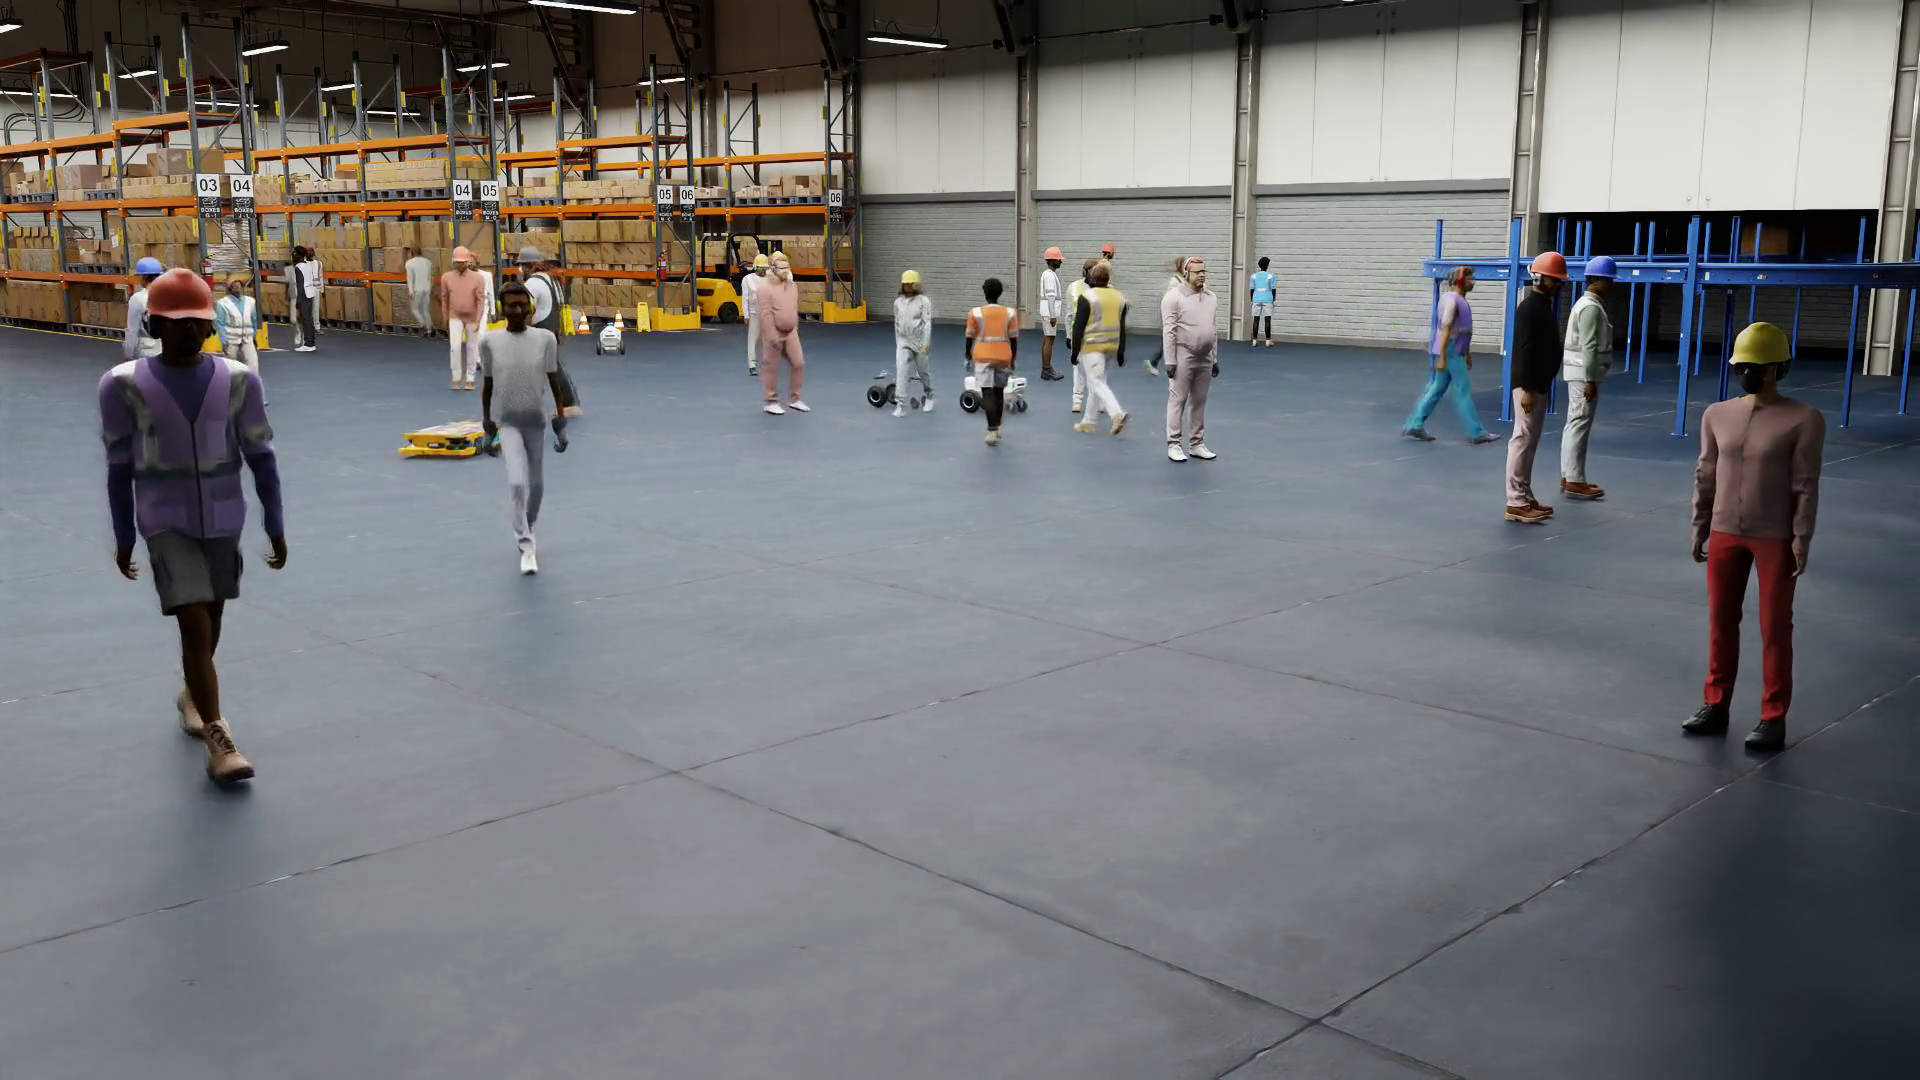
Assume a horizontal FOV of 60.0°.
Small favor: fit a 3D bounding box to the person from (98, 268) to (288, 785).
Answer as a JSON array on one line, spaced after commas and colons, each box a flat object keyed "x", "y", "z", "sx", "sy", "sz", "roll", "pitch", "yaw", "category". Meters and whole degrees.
[{"x": -3.086, "y": -0.094, "z": 6.707, "sx": 0.621, "sy": 1.991, "sz": 1.094, "roll": -8, "pitch": 13, "yaw": -36, "category": "person"}]

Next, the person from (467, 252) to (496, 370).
[{"x": -7.643, "y": -3.587, "z": 26.150, "sx": 0.600, "sy": 1.826, "sz": 0.994, "roll": 0, "pitch": 10, "yaw": -2, "category": "person"}]

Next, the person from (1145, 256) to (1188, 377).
[{"x": 3.180, "y": -3.282, "z": 24.550, "sx": 0.857, "sy": 1.823, "sz": 0.520, "roll": 8, "pitch": 13, "yaw": 36, "category": "person"}]

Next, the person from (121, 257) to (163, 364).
[{"x": -7.880, "y": -1.832, "z": 16.420, "sx": 0.997, "sy": 1.906, "sz": 0.614, "roll": 3, "pitch": 11, "yaw": 14, "category": "person"}]

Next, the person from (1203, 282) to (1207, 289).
[{"x": 3.917, "y": -3.845, "z": 28.155, "sx": 0.501, "sy": 1.609, "sz": 0.668, "roll": 5, "pitch": 11, "yaw": 24, "category": "person"}]

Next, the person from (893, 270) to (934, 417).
[{"x": -0.536, "y": -2.355, "z": 19.795, "sx": 0.496, "sy": 1.716, "sz": 0.850, "roll": 4, "pitch": 11, "yaw": 19, "category": "person"}]

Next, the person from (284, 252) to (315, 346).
[{"x": -12.364, "y": -4.511, "z": 31.127, "sx": 0.552, "sy": 1.854, "sz": 0.536, "roll": -4, "pitch": 11, "yaw": -21, "category": "person"}]

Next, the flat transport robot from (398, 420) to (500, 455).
[{"x": -4.954, "y": -1.021, "z": 16.539, "sx": 0.652, "sy": 0.197, "sz": 1.431, "roll": 2, "pitch": 11, "yaw": 8, "category": "flat transport robot"}]

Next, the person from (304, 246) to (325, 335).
[{"x": -13.812, "y": -5.307, "z": 35.400, "sx": 0.574, "sy": 1.883, "sz": 0.361, "roll": -10, "pitch": 14, "yaw": -43, "category": "person"}]

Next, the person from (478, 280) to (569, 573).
[{"x": -2.810, "y": -0.757, "z": 10.713, "sx": 0.531, "sy": 1.839, "sz": 0.864, "roll": -4, "pitch": 11, "yaw": -20, "category": "person"}]

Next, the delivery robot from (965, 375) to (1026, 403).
[{"x": 0.427, "y": -1.856, "z": 20.053, "sx": 0.707, "sy": 0.478, "sz": 0.477, "roll": 6, "pitch": 12, "yaw": 29, "category": "delivery robot"}]

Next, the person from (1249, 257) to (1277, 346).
[{"x": 5.792, "y": -4.553, "z": 31.790, "sx": 0.533, "sy": 1.697, "sz": 0.318, "roll": 5, "pitch": 12, "yaw": 28, "category": "person"}]

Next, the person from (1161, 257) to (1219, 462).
[{"x": 2.198, "y": -1.706, "z": 15.701, "sx": 0.642, "sy": 1.908, "sz": 0.409, "roll": -7, "pitch": 12, "yaw": -33, "category": "person"}]

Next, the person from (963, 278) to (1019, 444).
[{"x": 0.298, "y": -1.844, "z": 17.079, "sx": 0.545, "sy": 1.661, "sz": 0.785, "roll": -3, "pitch": 11, "yaw": -16, "category": "person"}]

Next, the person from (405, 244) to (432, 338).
[{"x": -11.161, "y": -5.136, "z": 34.370, "sx": 0.450, "sy": 1.924, "sz": 0.623, "roll": 9, "pitch": 14, "yaw": 41, "category": "person"}]

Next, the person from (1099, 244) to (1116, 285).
[{"x": 3.054, "y": -5.194, "z": 34.639, "sx": 0.376, "sy": 1.933, "sz": 0.551, "roll": -3, "pitch": 11, "yaw": -15, "category": "person"}]

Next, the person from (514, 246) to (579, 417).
[{"x": -4.947, "y": -2.445, "z": 19.474, "sx": 1.028, "sy": 2.000, "sz": 0.689, "roll": 1, "pitch": 10, "yaw": 4, "category": "person"}]

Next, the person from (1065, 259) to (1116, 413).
[{"x": 1.565, "y": -2.449, "z": 19.965, "sx": 0.619, "sy": 1.836, "sz": 0.430, "roll": 2, "pitch": 11, "yaw": 13, "category": "person"}]

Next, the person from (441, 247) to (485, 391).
[{"x": -6.757, "y": -3.000, "z": 22.649, "sx": 0.596, "sy": 1.943, "sz": 0.917, "roll": -2, "pitch": 11, "yaw": -11, "category": "person"}]

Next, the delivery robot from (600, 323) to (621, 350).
[{"x": -6.276, "y": -3.658, "z": 29.889, "sx": 0.477, "sy": 0.478, "sz": 0.707, "roll": -2, "pitch": 10, "yaw": -9, "category": "delivery robot"}]

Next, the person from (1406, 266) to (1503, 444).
[{"x": 5.064, "y": -1.895, "z": 17.025, "sx": 0.978, "sy": 1.801, "sz": 0.579, "roll": 5, "pitch": 11, "yaw": 23, "category": "person"}]

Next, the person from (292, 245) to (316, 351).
[{"x": -12.067, "y": -4.445, "z": 30.592, "sx": 0.392, "sy": 1.922, "sz": 0.592, "roll": -1, "pitch": 10, "yaw": -6, "category": "person"}]

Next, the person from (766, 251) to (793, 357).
[{"x": -3.165, "y": -4.107, "z": 28.988, "sx": 0.590, "sy": 1.833, "sz": 0.404, "roll": -6, "pitch": 12, "yaw": -28, "category": "person"}]

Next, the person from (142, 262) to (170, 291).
[{"x": -9.060, "y": -2.238, "z": 18.880, "sx": 0.661, "sy": 1.794, "sz": 0.935, "roll": 2, "pitch": 11, "yaw": 11, "category": "person"}]

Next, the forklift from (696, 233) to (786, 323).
[{"x": -5.496, "y": -6.489, "z": 41.108, "sx": 2.313, "sy": 2.155, "sz": 1.214, "roll": -10, "pitch": 14, "yaw": -44, "category": "forklift"}]

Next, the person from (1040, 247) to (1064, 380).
[{"x": 1.360, "y": -3.346, "z": 24.555, "sx": 0.358, "sy": 1.938, "sz": 0.542, "roll": 0, "pitch": 10, "yaw": -3, "category": "person"}]

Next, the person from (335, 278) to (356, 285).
[{"x": -15.421, "y": -6.500, "z": 41.749, "sx": 0.543, "sy": 1.939, "sz": 0.360, "roll": -10, "pitch": 14, "yaw": -43, "category": "person"}]

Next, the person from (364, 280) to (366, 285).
[{"x": -17.679, "y": -7.970, "z": 49.702, "sx": 1.095, "sy": 1.960, "sz": 0.681, "roll": -6, "pitch": 12, "yaw": -30, "category": "person"}]

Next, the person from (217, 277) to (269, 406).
[{"x": -8.762, "y": -2.402, "z": 20.297, "sx": 0.770, "sy": 1.597, "sz": 0.536, "roll": 9, "pitch": 14, "yaw": 39, "category": "person"}]

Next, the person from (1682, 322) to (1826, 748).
[{"x": 3.293, "y": -0.023, "z": 6.932, "sx": 0.337, "sy": 1.757, "sz": 0.518, "roll": -8, "pitch": 13, "yaw": -38, "category": "person"}]

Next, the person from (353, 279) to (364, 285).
[{"x": -18.167, "y": -8.017, "z": 50.293, "sx": 0.966, "sy": 1.862, "sz": 0.650, "roll": -7, "pitch": 13, "yaw": -34, "category": "person"}]

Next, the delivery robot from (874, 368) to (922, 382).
[{"x": -0.726, "y": -2.101, "z": 20.689, "sx": 0.698, "sy": 0.223, "sz": 0.335, "roll": 6, "pitch": 12, "yaw": 29, "category": "delivery robot"}]

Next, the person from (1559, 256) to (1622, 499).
[{"x": 5.110, "y": -1.328, "z": 13.529, "sx": 0.403, "sy": 1.943, "sz": 0.606, "roll": 3, "pitch": 11, "yaw": 16, "category": "person"}]

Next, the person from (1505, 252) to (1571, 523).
[{"x": 4.304, "y": -1.143, "z": 12.413, "sx": 0.392, "sy": 1.985, "sz": 0.609, "roll": 6, "pitch": 12, "yaw": 30, "category": "person"}]

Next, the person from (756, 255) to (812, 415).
[{"x": -2.086, "y": -2.412, "z": 19.627, "sx": 0.655, "sy": 1.878, "sz": 0.673, "roll": -10, "pitch": 15, "yaw": -44, "category": "person"}]

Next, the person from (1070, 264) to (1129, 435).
[{"x": 1.527, "y": -2.018, "z": 17.689, "sx": 0.632, "sy": 1.811, "sz": 0.863, "roll": -8, "pitch": 13, "yaw": -39, "category": "person"}]

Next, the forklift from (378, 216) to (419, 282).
[{"x": -17.868, "y": -9.201, "z": 54.028, "sx": 1.873, "sy": 2.768, "sz": 1.129, "roll": -10, "pitch": 14, "yaw": -44, "category": "forklift"}]

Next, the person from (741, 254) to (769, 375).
[{"x": -3.032, "y": -3.437, "z": 25.366, "sx": 0.586, "sy": 1.824, "sz": 0.403, "roll": -6, "pitch": 12, "yaw": -30, "category": "person"}]
